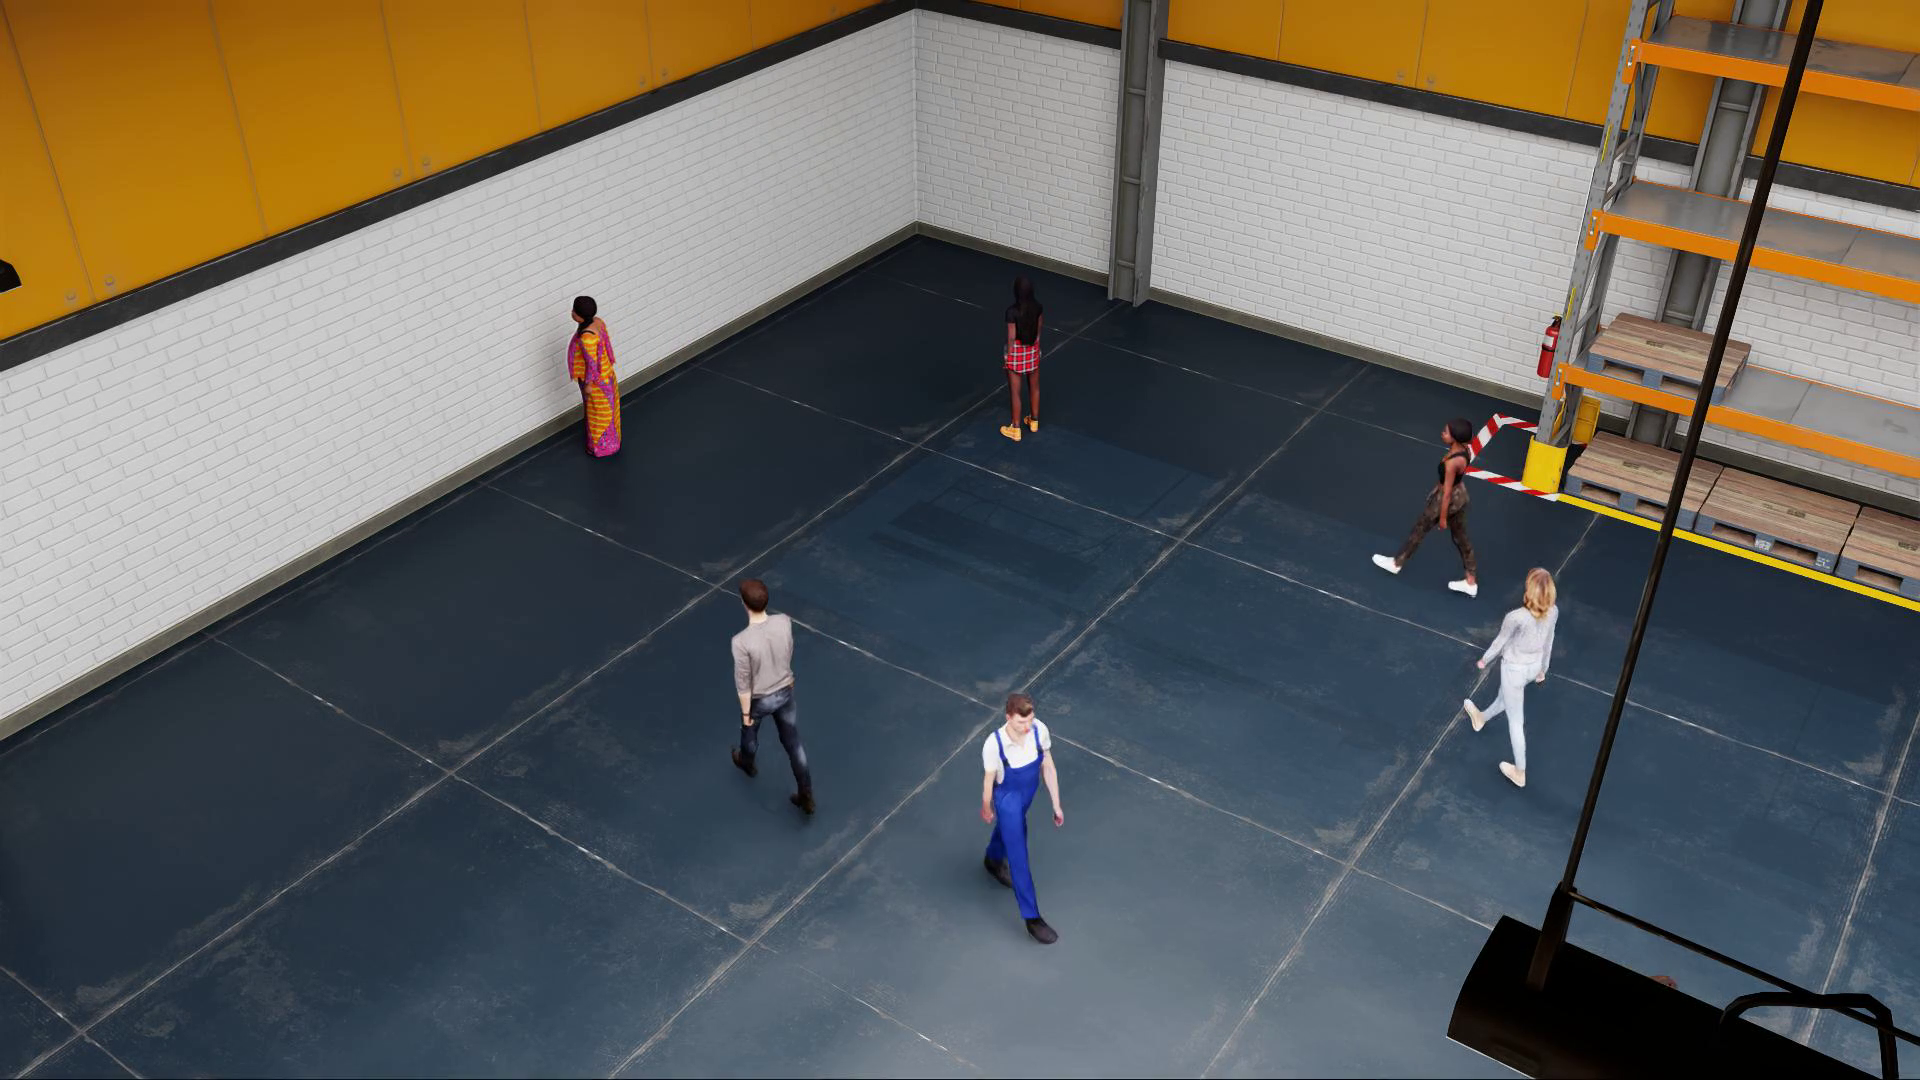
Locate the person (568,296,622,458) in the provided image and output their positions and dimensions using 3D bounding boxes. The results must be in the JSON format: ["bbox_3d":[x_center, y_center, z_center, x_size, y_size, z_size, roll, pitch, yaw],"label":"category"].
[{"bbox_3d":[-3.589,-1.635,16.215,0.830,1.686,0.779,-2,34,-3],"label":"person"}]

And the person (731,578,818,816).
[{"bbox_3d":[-1.297,1.159,11.855,0.982,1.859,1.292,-21,39,-28],"label":"person"}]

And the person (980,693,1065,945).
[{"bbox_3d":[0.318,1.682,11.121,0.924,1.801,1.281,-20,39,-28],"label":"person"}]

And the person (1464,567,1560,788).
[{"bbox_3d":[4.125,1.036,12.134,0.992,1.755,1.180,-13,36,-18],"label":"person"}]

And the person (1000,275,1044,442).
[{"bbox_3d":[0.620,-1.818,16.453,0.678,1.728,0.688,-23,40,-31],"label":"person"}]

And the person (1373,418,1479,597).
[{"bbox_3d":[4.241,-0.255,14.172,1.146,1.648,0.588,20,39,27],"label":"person"}]
